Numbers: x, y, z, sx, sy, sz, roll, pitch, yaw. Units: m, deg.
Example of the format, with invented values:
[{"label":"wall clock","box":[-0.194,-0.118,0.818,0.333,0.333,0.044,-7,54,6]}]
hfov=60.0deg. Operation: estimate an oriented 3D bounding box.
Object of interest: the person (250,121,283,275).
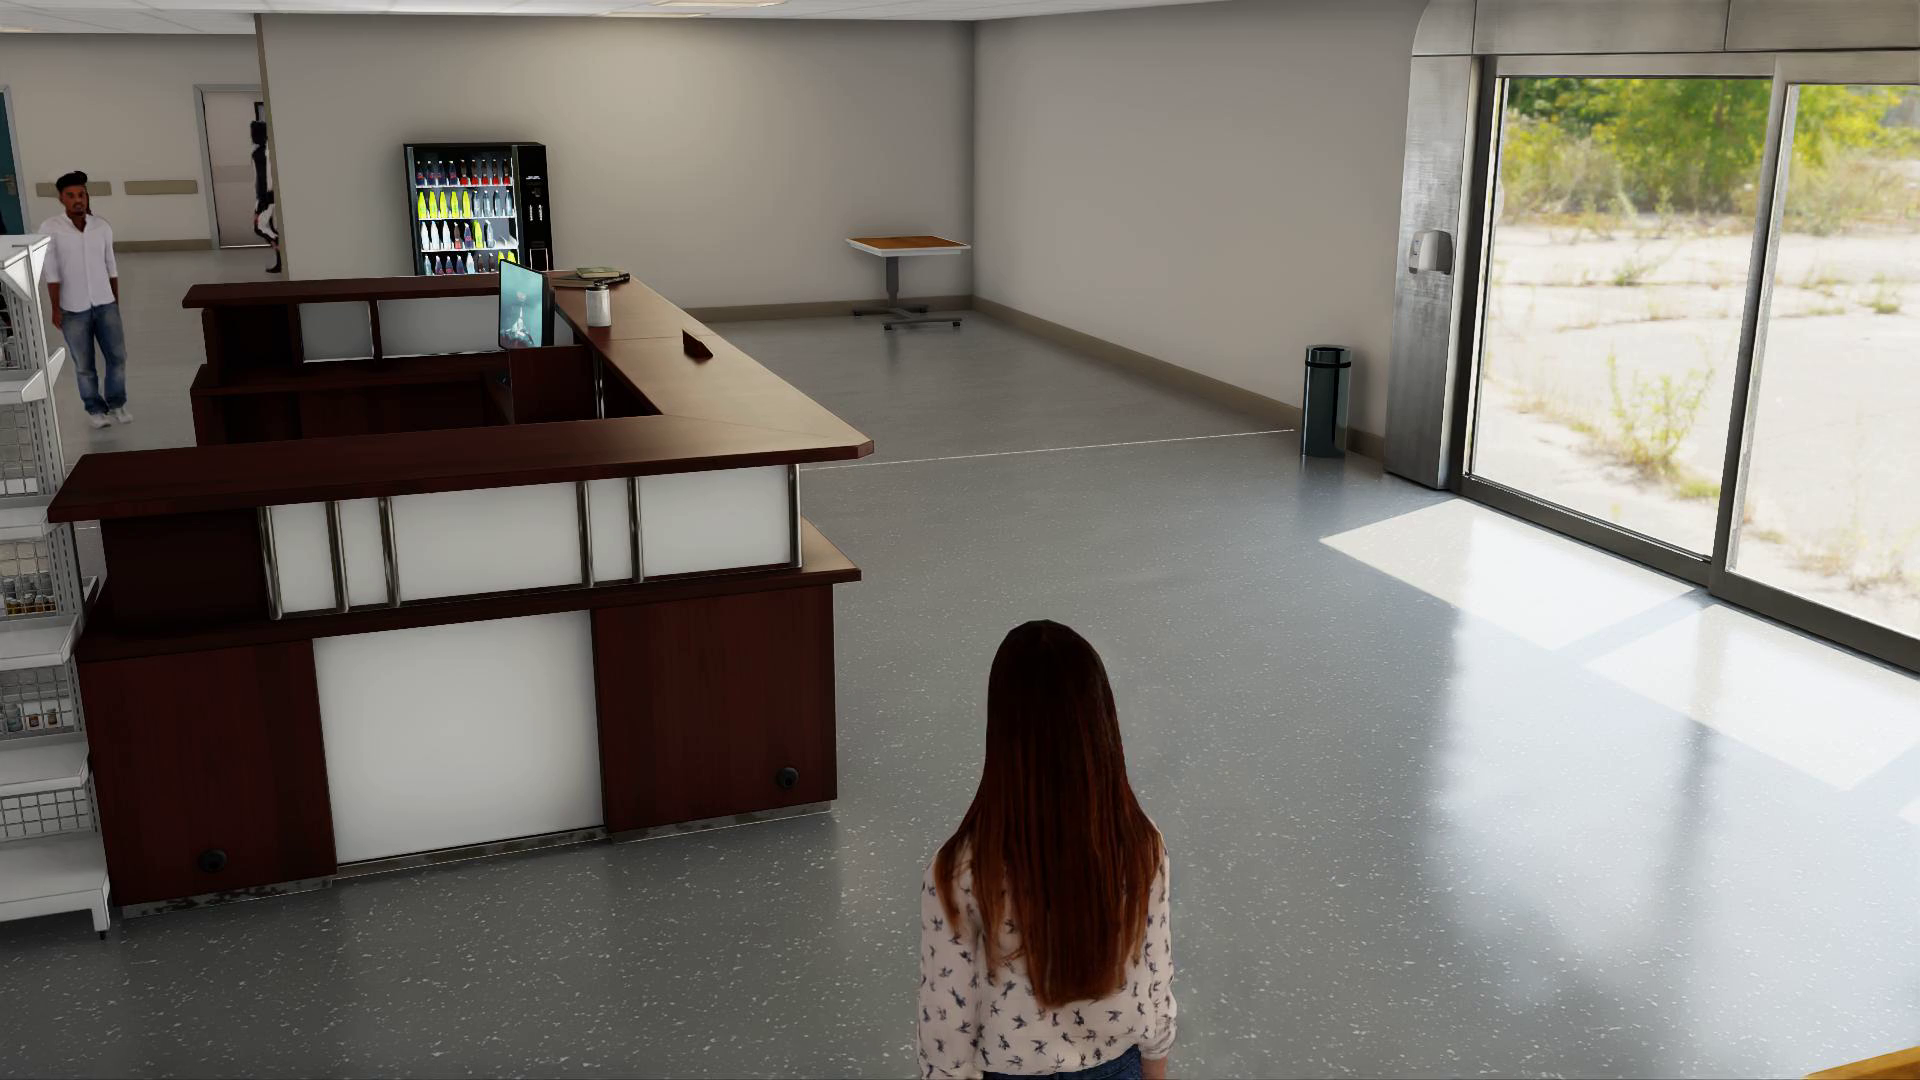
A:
[{"label":"person","box":[-8.556,-4.272,20.837,0.916,1.881,0.860,2,16,7]}]

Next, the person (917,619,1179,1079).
[{"label":"person","box":[0.166,0.981,2.546,1.098,1.696,0.786,-2,16,-9]}]

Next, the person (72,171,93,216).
[{"label":"person","box":[-11.298,-4.147,21.559,0.572,1.248,0.538,-5,17,-17]}]

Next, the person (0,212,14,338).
[{"label":"person","box":[-8.773,-2.523,14.797,1.157,1.791,1.090,4,16,13]}]

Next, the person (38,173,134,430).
[{"label":"person","box":[-6.240,-1.696,11.851,0.675,1.800,0.794,-12,20,-36]}]
